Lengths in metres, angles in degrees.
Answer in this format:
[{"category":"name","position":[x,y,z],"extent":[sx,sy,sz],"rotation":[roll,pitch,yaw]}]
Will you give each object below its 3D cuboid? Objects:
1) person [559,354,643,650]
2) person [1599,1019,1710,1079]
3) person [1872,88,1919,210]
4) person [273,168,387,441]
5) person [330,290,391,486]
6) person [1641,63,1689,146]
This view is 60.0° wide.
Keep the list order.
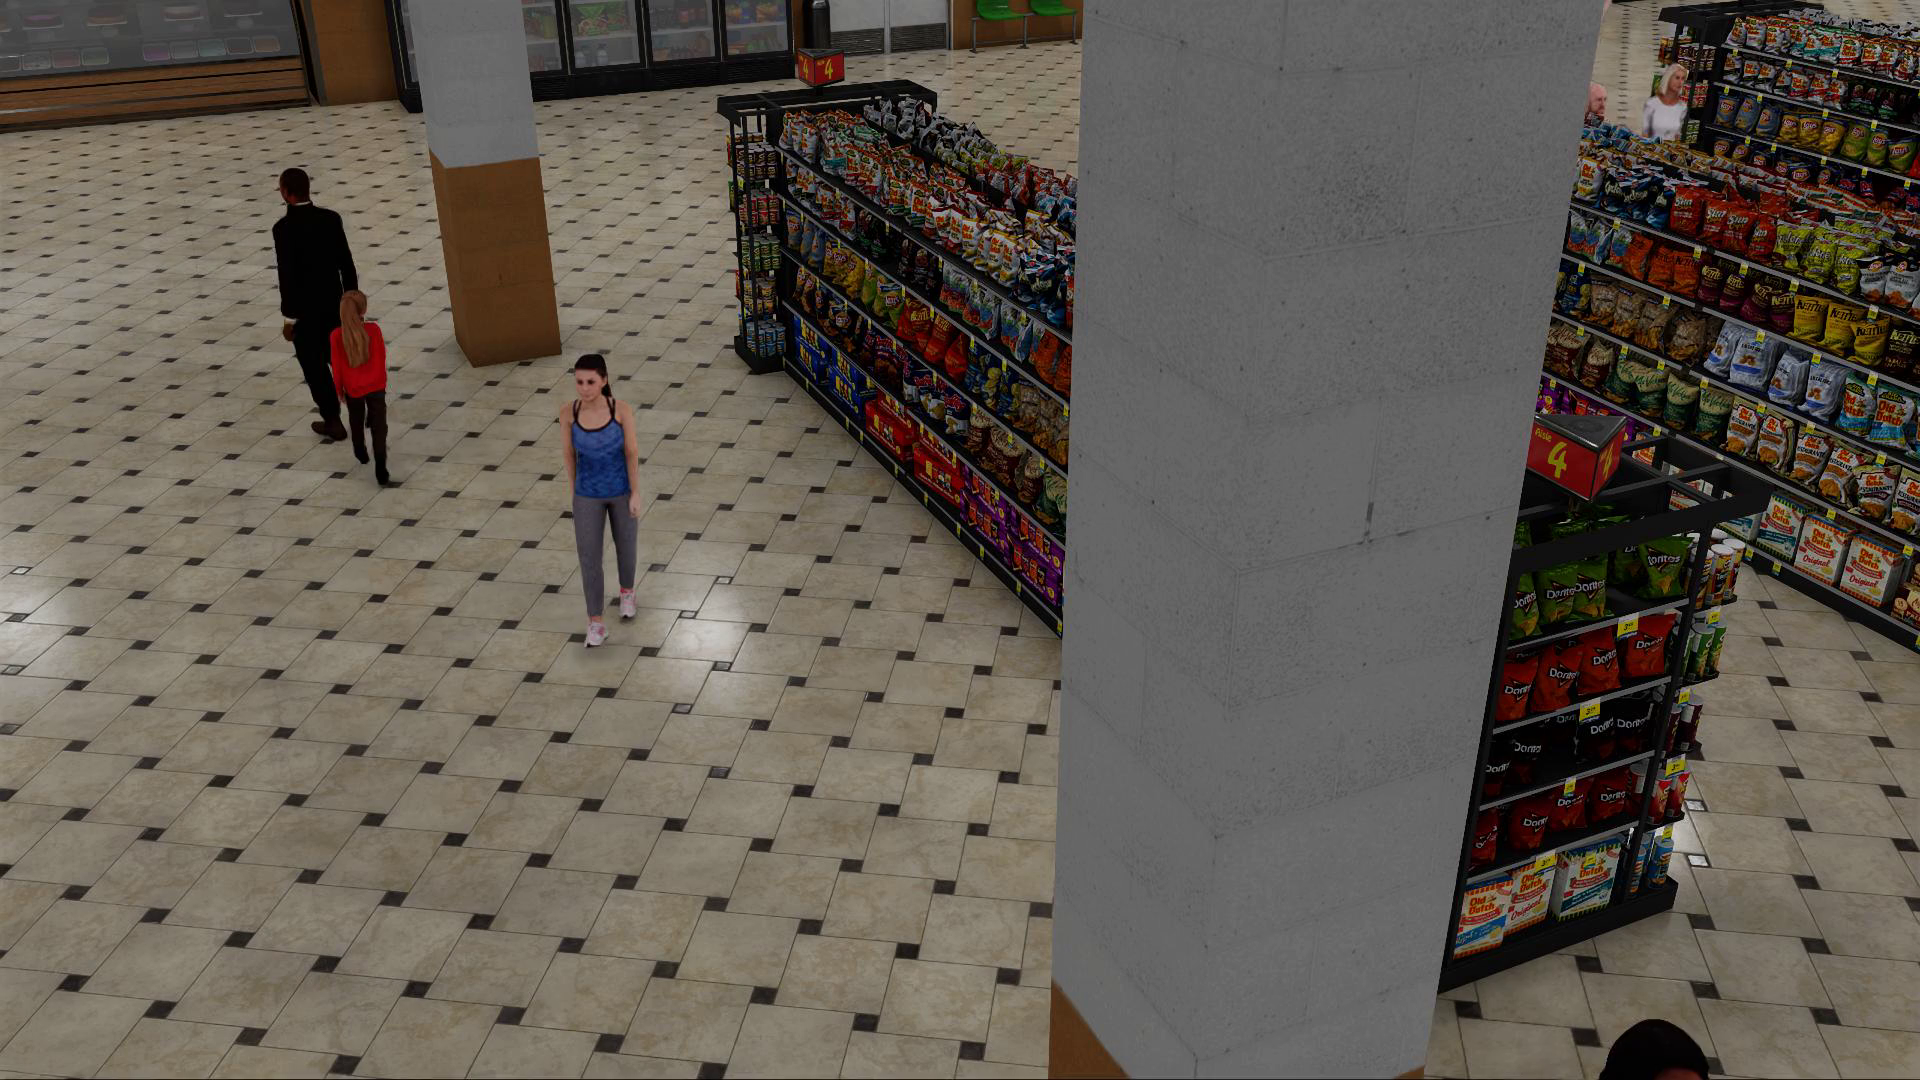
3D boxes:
[{"category":"person","position":[-1.903,-0.271,9.024],"extent":[0.752,1.583,0.974],"rotation":[-3,27,-6]},{"category":"person","position":[1.711,1.934,4.661],"extent":[0.731,1.595,0.844],"rotation":[-19,32,-32]},{"category":"person","position":[8.149,-3.139,14.490],"extent":[0.698,1.753,0.621],"rotation":[-16,31,-28]},{"category":"person","position":[-4.270,-1.543,11.190],"extent":[1.081,1.891,0.967],"rotation":[16,31,29]},{"category":"person","position":[-3.830,-0.957,10.744],"extent":[0.505,1.251,0.828],"rotation":[-11,29,-21]},{"category":"person","position":[6.268,-3.453,15.136],"extent":[0.772,1.729,1.016],"rotation":[-3,27,-6]}]
